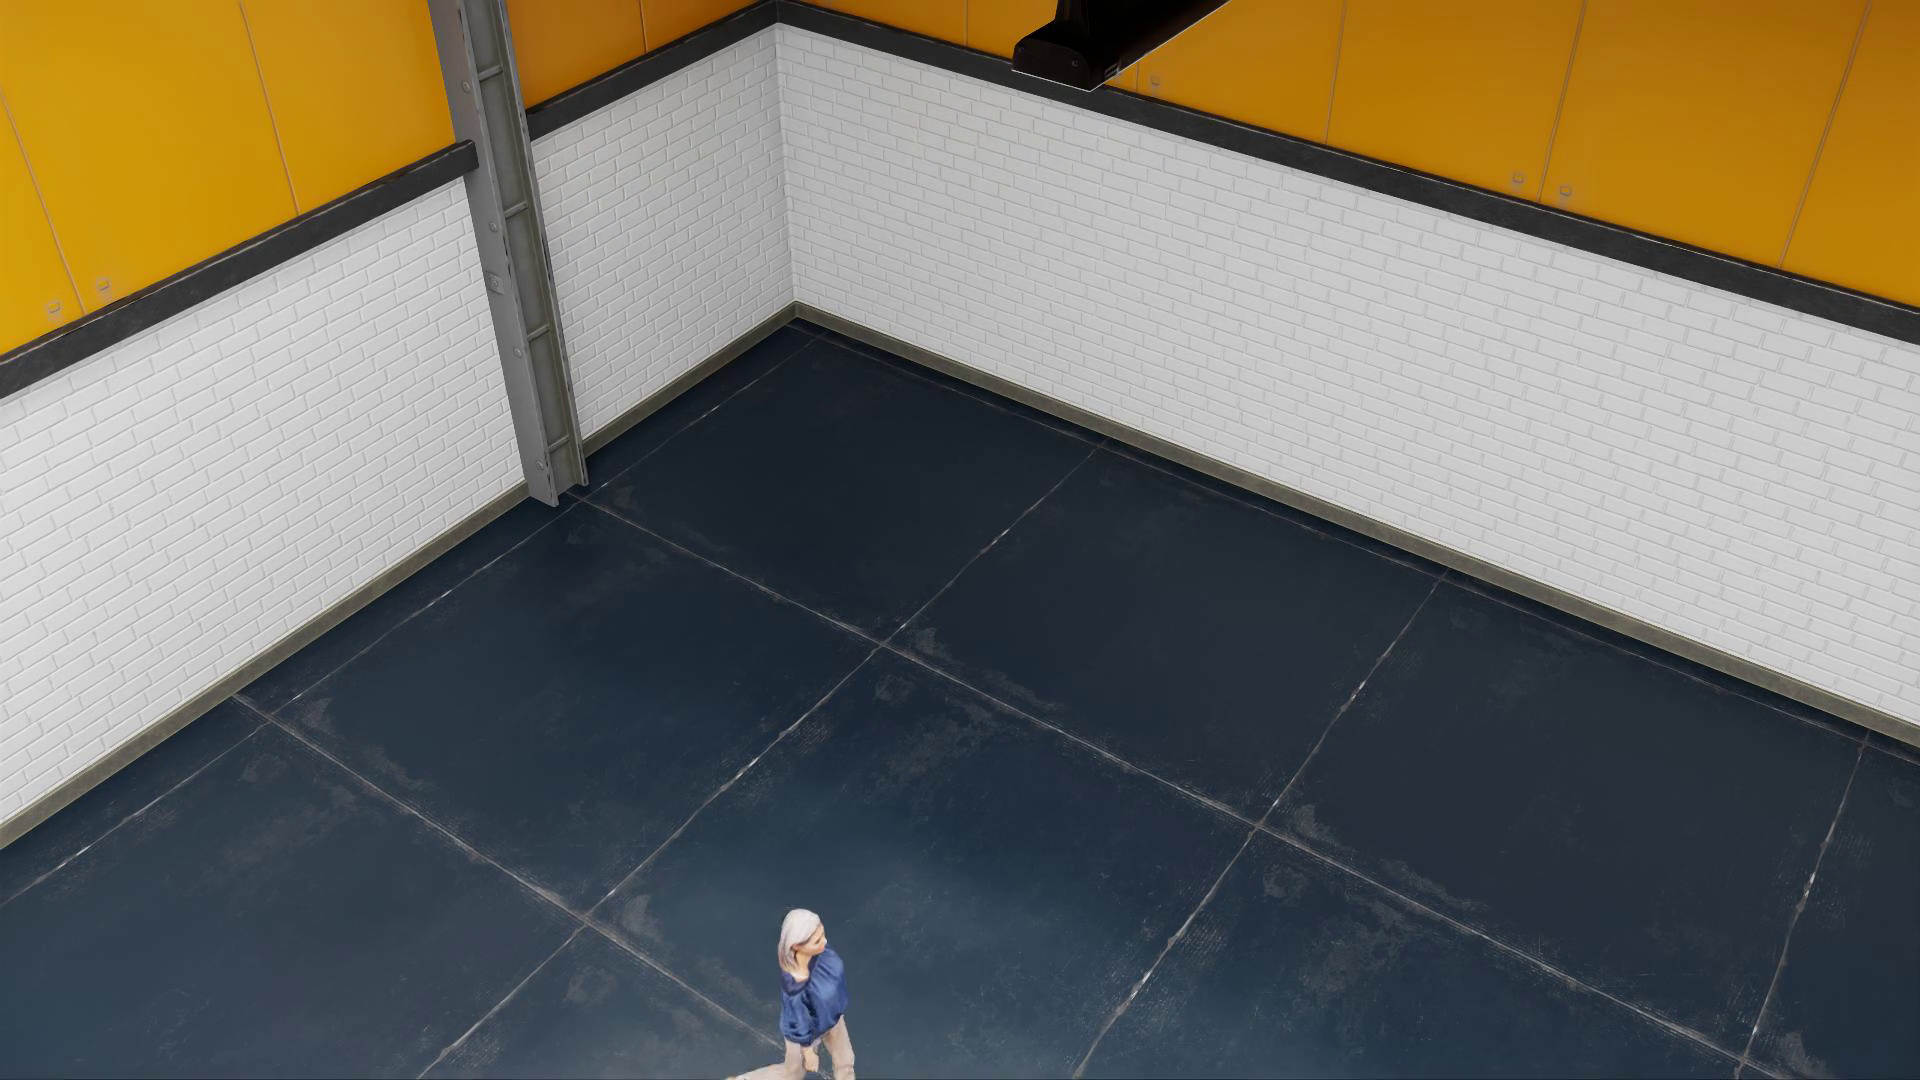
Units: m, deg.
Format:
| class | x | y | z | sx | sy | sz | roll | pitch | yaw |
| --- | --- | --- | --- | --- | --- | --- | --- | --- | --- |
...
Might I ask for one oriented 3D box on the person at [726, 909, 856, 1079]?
| class | x | y | z | sx | sy | sz | roll | pitch | yaw |
| --- | --- | --- | --- | --- | --- | --- | --- | --- | --- |
| person | -0.841 | 2.455 | 8.469 | 0.957 | 1.667 | 1.138 | 9 | 39 | 11 |
